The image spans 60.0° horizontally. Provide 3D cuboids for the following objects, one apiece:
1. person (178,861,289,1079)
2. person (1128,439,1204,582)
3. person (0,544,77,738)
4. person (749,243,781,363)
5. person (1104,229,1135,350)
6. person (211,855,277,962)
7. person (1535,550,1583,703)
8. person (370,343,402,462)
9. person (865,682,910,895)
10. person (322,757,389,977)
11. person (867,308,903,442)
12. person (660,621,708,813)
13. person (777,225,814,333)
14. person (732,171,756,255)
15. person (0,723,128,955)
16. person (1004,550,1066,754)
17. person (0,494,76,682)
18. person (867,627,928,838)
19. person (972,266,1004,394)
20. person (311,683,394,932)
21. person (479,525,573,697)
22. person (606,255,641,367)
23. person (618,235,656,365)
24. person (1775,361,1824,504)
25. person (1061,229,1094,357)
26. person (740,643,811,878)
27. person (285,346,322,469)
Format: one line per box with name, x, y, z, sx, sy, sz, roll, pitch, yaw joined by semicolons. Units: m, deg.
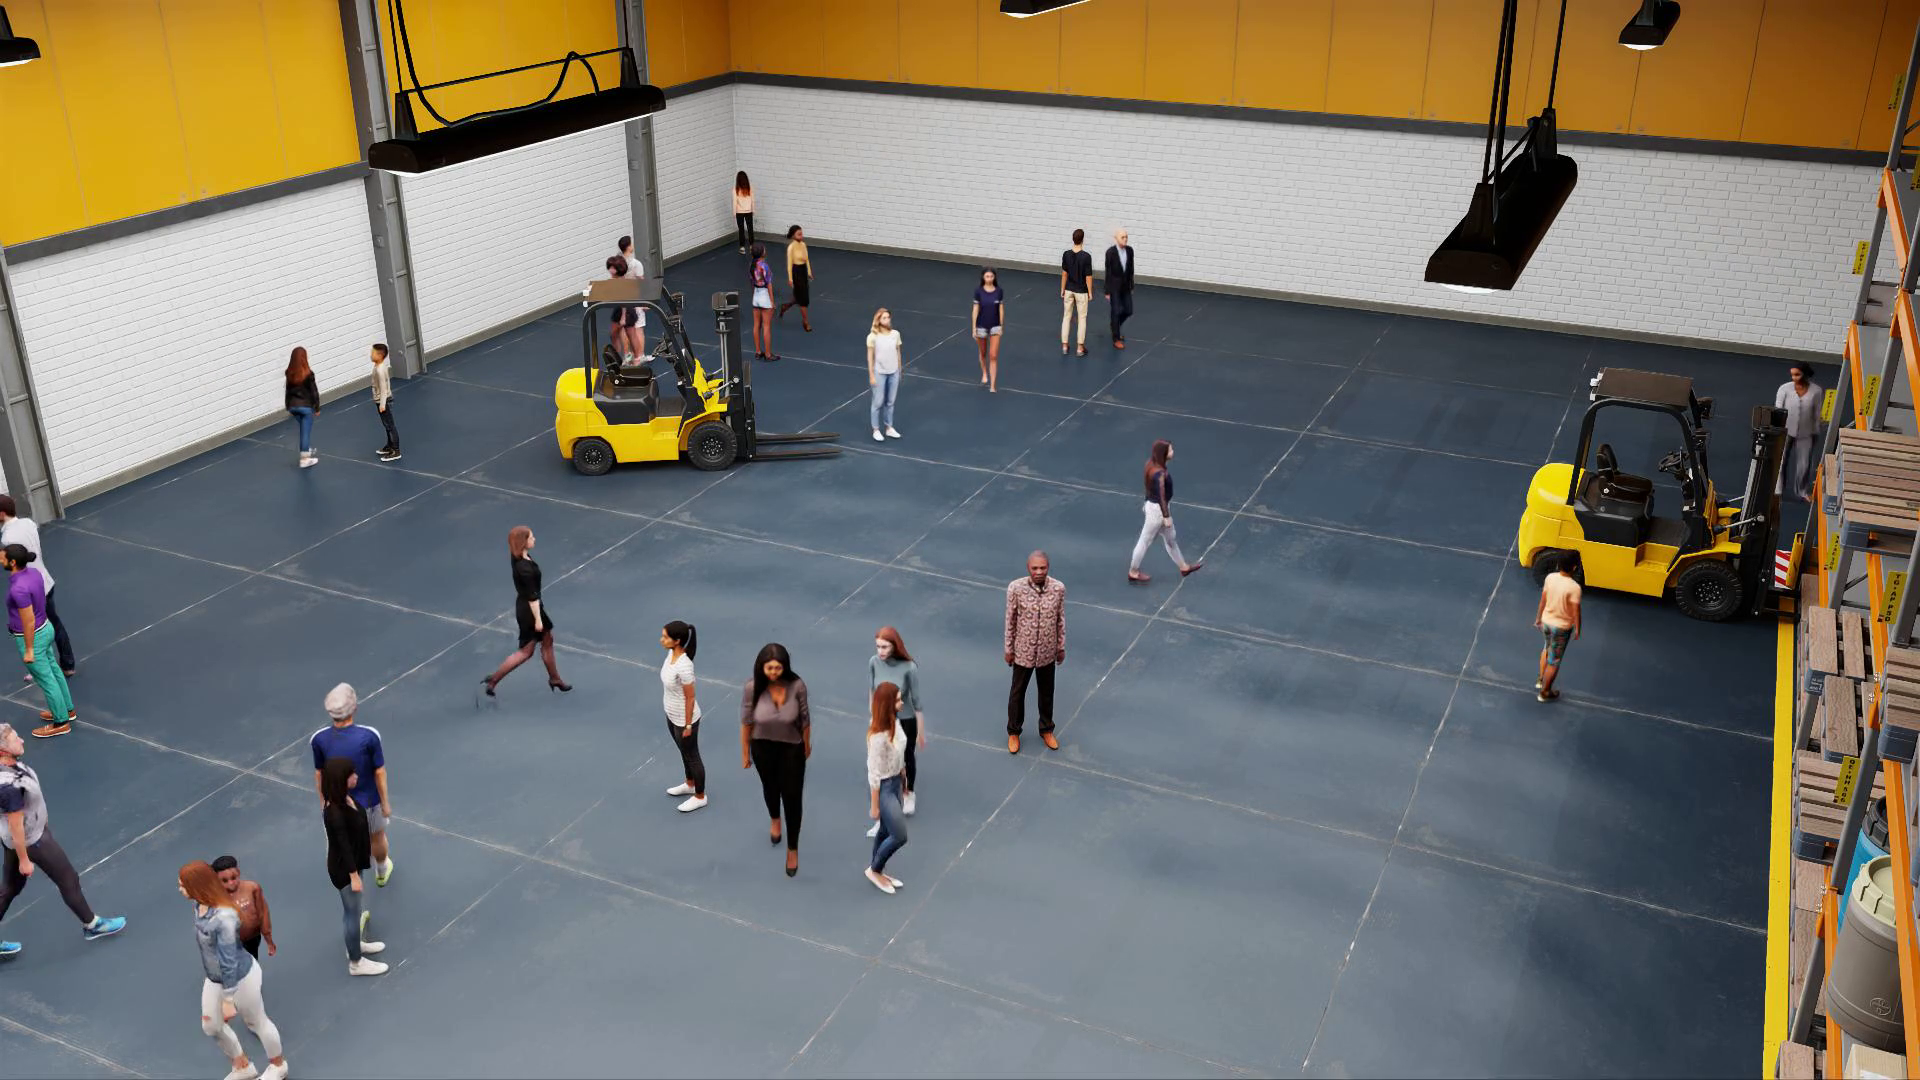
person;-4.405;2.658;10.255;0.743;1.679;0.730;15;28;31
person;1.954;-0.259;17.072;0.968;1.565;1.059;-1;24;-2
person;-7.943;0.837;14.313;0.785;1.767;0.707;-6;24;-13
person;-2.882;-3.471;24.200;0.646;1.741;0.616;21;31;39
person;2.334;-3.780;24.847;0.901;1.788;0.961;-11;26;-23
person;-4.754;2.589;10.982;0.922;1.223;0.817;-19;30;-37
person;5.285;0.778;14.842;0.697;1.451;0.652;-16;28;-33
person;-7.111;-1.725;20.549;0.676;1.466;0.630;-11;26;-24
person;-0.620;1.811;12.149;0.679;1.714;0.549;8;25;17
person;-4.175;2.203;11.340;0.711;1.645;0.654;-9;25;-19
person;-0.957;-2.108;21.103;0.663;1.723;0.766;-14;27;-30
person;-2.198;1.379;13.224;0.694;1.646;0.641;-10;25;-21
person;-2.528;-4.035;25.626;0.653;1.632;0.866;13;27;27
person;-3.922;-5.961;30.220;0.637;1.481;0.705;-10;25;-21
person;-6.506;2.100;11.399;1.294;1.786;1.090;-15;28;-31
person;0.631;0.915;14.081;0.773;1.808;0.791;-4;24;-8
person;-8.368;0.441;15.149;0.903;1.823;0.788;-1;24;-2
person;-0.476;1.420;13.050;0.740;1.709;0.976;8;25;18
person;0.378;-2.920;22.974;0.941;1.713;1.209;-1;24;-2
person;-4.311;1.912;11.815;1.099;1.798;1.238;-5;24;-11
person;-3.902;0.691;14.759;1.106;1.676;1.002;-11;26;-23
person;-4.737;-3.195;23.559;0.790;1.748;0.677;-19;30;-36
person;-4.776;-3.487;24.093;0.692;1.855;0.599;13;27;28
person;9.642;-1.245;19.152;0.817;1.705;0.666;3;24;6
person;1.715;-3.648;24.466;0.634;1.851;0.545;11;26;24
person;-1.377;1.554;12.622;0.947;1.808;1.111;-1;24;-3
person;-8.074;-1.611;20.308;0.646;1.449;0.789;6;24;13
